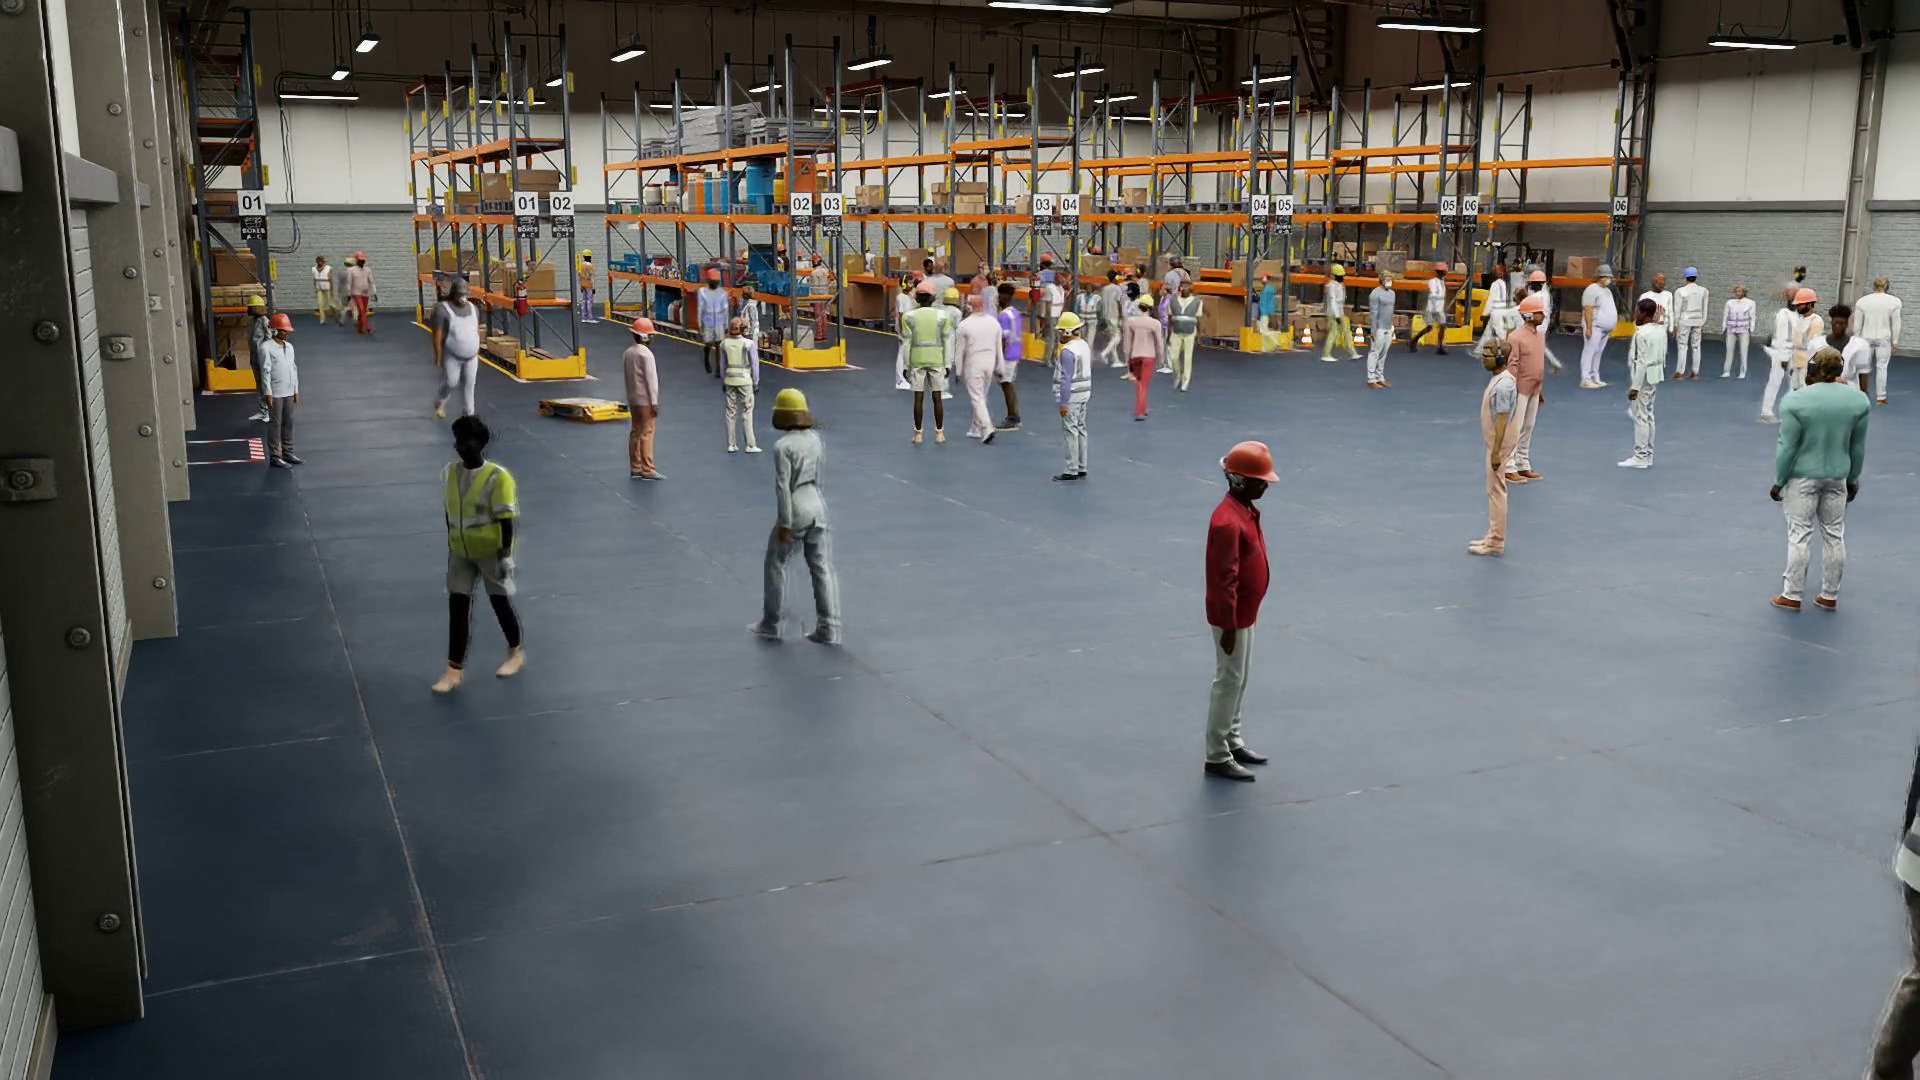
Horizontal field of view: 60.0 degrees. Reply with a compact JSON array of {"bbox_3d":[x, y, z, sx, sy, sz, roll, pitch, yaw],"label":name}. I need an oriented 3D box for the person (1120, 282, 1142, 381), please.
[{"bbox_3d":[2.969,-3.579,28.598,0.316,1.696,0.540,-4,12,-20],"label":"person"}]

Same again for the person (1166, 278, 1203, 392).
[{"bbox_3d":[3.601,-3.295,26.795,0.594,1.830,0.530,4,12,18],"label":"person"}]

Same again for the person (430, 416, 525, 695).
[{"bbox_3d":[-2.936,0.073,10.108,0.545,1.669,0.716,4,12,19],"label":"person"}]

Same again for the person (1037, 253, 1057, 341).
[{"bbox_3d":[1.872,-5.166,35.877,0.616,2.015,0.950,-5,12,-22],"label":"person"}]

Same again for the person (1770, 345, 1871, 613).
[{"bbox_3d":[6.174,-0.433,11.991,0.627,1.940,0.370,0,11,3],"label":"person"}]

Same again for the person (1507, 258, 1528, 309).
[{"bbox_3d":[12.587,-5.432,37.585,0.312,1.865,0.535,-7,13,-32],"label":"person"}]

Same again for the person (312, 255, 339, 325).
[{"bbox_3d":[-16.438,-6.483,43.073,0.574,1.810,0.746,1,11,6],"label":"person"}]

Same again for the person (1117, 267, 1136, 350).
[{"bbox_3d":[3.519,-4.868,35.051,0.571,1.736,0.389,-5,12,-24],"label":"person"}]

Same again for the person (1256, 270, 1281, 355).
[{"bbox_3d":[6.209,-4.590,33.665,0.415,1.720,0.564,-1,11,-3],"label":"person"}]

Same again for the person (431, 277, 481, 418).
[{"bbox_3d":[-6.920,-2.630,22.897,0.693,2.000,0.700,11,15,43],"label":"person"}]

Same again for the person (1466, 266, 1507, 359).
[{"bbox_3d":[10.368,-4.434,32.546,0.940,1.841,0.590,7,13,32],"label":"person"}]

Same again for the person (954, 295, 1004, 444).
[{"bbox_3d":[0.251,-2.158,20.994,0.658,1.864,0.951,-6,13,-30],"label":"person"}]

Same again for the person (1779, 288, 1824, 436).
[{"bbox_3d":[10.726,-2.234,21.189,0.392,1.925,0.548,1,11,3],"label":"person"}]

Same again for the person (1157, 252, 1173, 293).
[{"bbox_3d":[5.589,-6.924,45.292,0.597,1.814,0.671,-5,12,-23],"label":"person"}]

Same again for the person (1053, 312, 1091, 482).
[{"bbox_3d":[1.196,-1.533,17.886,0.404,1.825,0.596,5,12,23],"label":"person"}]

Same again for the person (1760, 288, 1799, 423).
[{"bbox_3d":[11.337,-2.499,22.689,0.603,1.855,0.713,-11,15,-43],"label":"person"}]

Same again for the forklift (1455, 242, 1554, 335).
[{"bbox_3d":[13.047,-6.049,39.881,2.313,2.155,1.214,-5,12,-23],"label":"forklift"}]

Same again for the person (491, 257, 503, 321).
[{"bbox_3d":[-12.248,-6.643,44.107,0.497,1.723,0.511,7,13,32],"label":"person"}]

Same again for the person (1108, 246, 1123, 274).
[{"bbox_3d":[5.066,-8.639,54.003,0.624,1.818,0.745,-2,11,-12],"label":"person"}]

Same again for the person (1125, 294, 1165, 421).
[{"bbox_3d":[2.632,-2.557,23.274,0.548,1.733,0.798,8,13,34],"label":"person"}]

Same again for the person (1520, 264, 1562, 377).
[{"bbox_3d":[9.999,-3.783,28.756,0.727,2.000,0.704,6,13,28],"label":"person"}]

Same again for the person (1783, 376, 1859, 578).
[{"bbox_3d":[6.767,-0.485,13.027,0.520,1.636,0.312,7,13,32],"label":"person"}]

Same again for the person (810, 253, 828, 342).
[{"bbox_3d":[-3.163,-5.406,37.123,0.378,1.995,0.612,4,12,20],"label":"person"}]

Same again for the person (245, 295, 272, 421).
[{"bbox_3d":[-9.722,-2.522,23.104,0.484,1.744,0.295,8,14,36],"label":"person"}]

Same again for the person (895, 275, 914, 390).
[{"bbox_3d":[-0.898,-3.411,27.301,0.329,1.871,0.513,2,11,10],"label":"person"}]

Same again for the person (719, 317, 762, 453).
[{"bbox_3d":[-2.647,-1.855,19.988,0.512,1.638,0.312,5,12,23],"label":"person"}]

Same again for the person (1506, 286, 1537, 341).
[{"bbox_3d":[7.980,-2.695,23.740,0.506,1.841,0.344,-3,12,-15],"label":"person"}]

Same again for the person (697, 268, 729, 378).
[{"bbox_3d":[-4.328,-3.804,29.155,0.583,1.925,0.583,-3,12,-17],"label":"person"}]

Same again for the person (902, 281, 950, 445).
[{"bbox_3d":[-0.422,-2.204,20.749,0.605,2.035,0.392,-1,11,-4],"label":"person"}]

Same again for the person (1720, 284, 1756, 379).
[{"bbox_3d":[13.607,-3.644,29.080,0.522,1.636,0.310,10,15,41],"label":"person"}]

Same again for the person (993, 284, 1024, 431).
[{"bbox_3d":[0.659,-2.420,22.157,0.402,1.945,0.704,4,12,20],"label":"person"}]

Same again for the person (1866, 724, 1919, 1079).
[{"bbox_3d":[3.126,1.077,5.169,0.359,1.608,0.594,0,11,2],"label":"person"}]

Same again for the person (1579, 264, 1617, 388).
[{"bbox_3d":[10.566,-3.531,27.477,0.536,2.000,0.688,11,15,44],"label":"person"}]

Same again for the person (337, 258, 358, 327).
[{"bbox_3d":[-15.573,-6.297,42.345,0.560,1.722,0.694,-6,13,-28],"label":"person"}]

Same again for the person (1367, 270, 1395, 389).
[{"bbox_3d":[6.943,-3.458,27.370,0.632,1.936,0.359,-11,15,-43],"label":"person"}]

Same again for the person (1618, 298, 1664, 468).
[{"bbox_3d":[7.772,-1.778,18.879,0.375,1.917,0.598,9,14,38],"label":"person"}]
